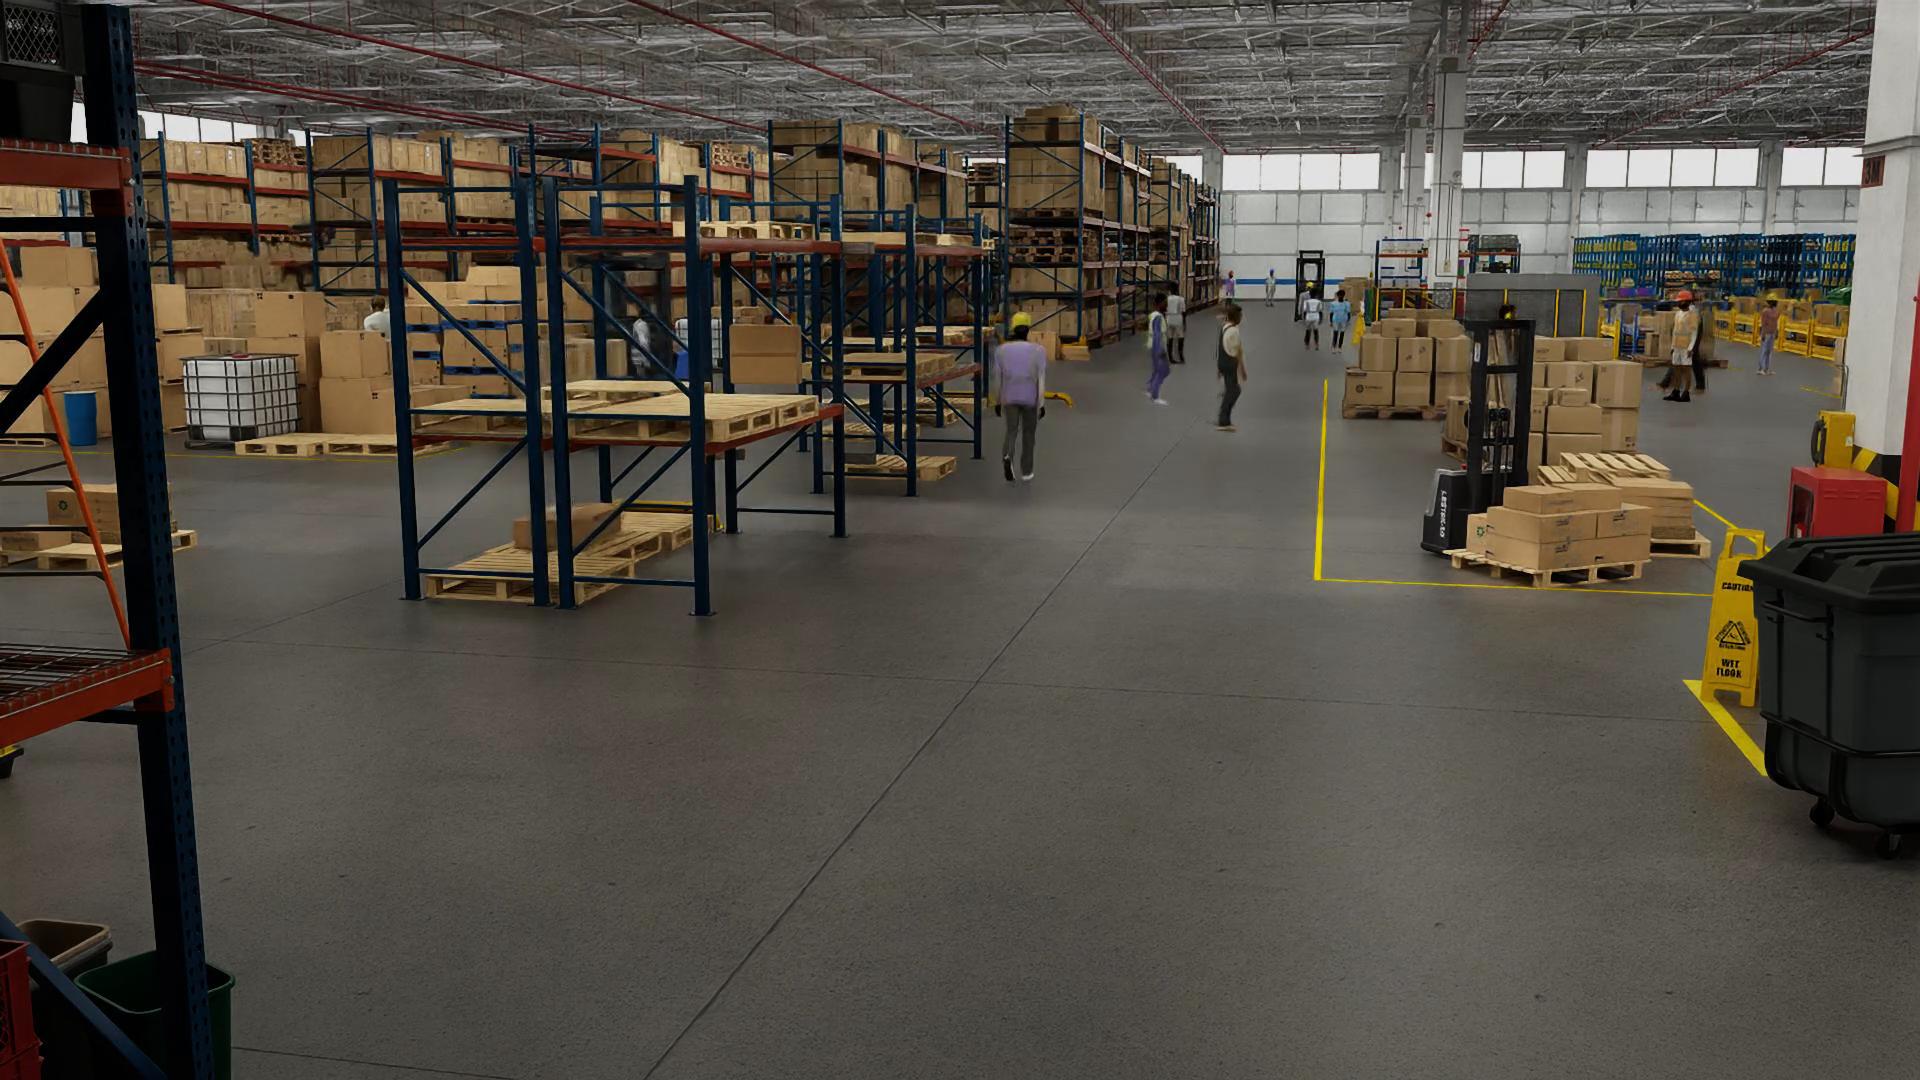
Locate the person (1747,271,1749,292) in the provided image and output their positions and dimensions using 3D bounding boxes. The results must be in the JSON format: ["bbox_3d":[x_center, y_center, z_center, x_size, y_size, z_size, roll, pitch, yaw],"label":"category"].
[{"bbox_3d":[41.996,-13.408,88.732,0.594,1.820,0.566,2,10,11],"label":"person"}]

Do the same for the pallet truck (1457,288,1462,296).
[{"bbox_3d":[20.506,-9.785,68.819,0.653,1.274,1.630,2,10,12],"label":"pallet truck"}]

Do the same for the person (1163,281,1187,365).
[{"bbox_3d":[5.029,-5.077,39.013,0.635,1.953,0.459,5,11,25],"label":"person"}]

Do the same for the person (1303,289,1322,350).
[{"bbox_3d":[9.676,-6.036,45.549,0.540,1.670,0.787,0,10,-1],"label":"person"}]

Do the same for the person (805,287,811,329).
[{"bbox_3d":[-5.016,-7.459,54.202,0.543,1.586,0.832,4,10,24],"label":"person"}]

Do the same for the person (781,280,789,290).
[{"bbox_3d":[-7.034,-9.566,66.451,0.785,1.664,0.531,3,10,20],"label":"person"}]

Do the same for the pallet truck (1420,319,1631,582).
[{"bbox_3d":[4.543,-0.757,13.299,0.823,1.965,1.885,-4,10,-22],"label":"pallet truck"}]

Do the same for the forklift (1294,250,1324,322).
[{"bbox_3d":[13.778,-10.002,65.433,1.129,2.768,1.873,2,10,12],"label":"forklift"}]

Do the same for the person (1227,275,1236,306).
[{"bbox_3d":[14.409,-13.324,88.429,0.535,1.766,0.330,3,10,15],"label":"person"}]

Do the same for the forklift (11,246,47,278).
[{"bbox_3d":[-24.841,-6.486,44.616,1.873,2.768,1.129,2,10,12],"label":"forklift"}]

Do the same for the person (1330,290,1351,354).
[{"bbox_3d":[9.981,-5.731,43.700,0.549,1.675,0.558,0,10,0],"label":"person"}]

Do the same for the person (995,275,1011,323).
[{"bbox_3d":[1.673,-9.247,63.991,0.954,1.842,0.662,-4,10,-23],"label":"person"}]

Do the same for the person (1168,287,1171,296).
[{"bbox_3d":[7.562,-8.438,59.963,0.752,1.610,0.509,2,10,11],"label":"person"}]

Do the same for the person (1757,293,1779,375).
[{"bbox_3d":[17.392,-4.425,35.735,0.526,1.760,0.331,-7,12,-34],"label":"person"}]

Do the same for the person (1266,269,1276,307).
[{"bbox_3d":[16.267,-13.183,87.036,0.615,1.943,0.409,-5,11,-26],"label":"person"}]

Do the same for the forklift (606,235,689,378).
[{"bbox_3d":[-4.736,-3.146,24.835,1.129,2.768,1.873,2,10,12],"label":"forklift"}]

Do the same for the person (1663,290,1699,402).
[{"bbox_3d":[12.575,-3.373,28.966,0.360,1.938,0.546,-3,10,-15],"label":"person"}]

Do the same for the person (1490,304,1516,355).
[{"bbox_3d":[7.775,-2.420,23.625,0.945,1.828,0.543,1,10,6],"label":"person"}]

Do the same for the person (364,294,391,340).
[{"bbox_3d":[-8.886,-2.797,25.557,0.373,1.940,0.628,5,11,27],"label":"person"}]

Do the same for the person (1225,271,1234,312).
[{"bbox_3d":[12.748,-11.718,78.395,0.548,1.934,0.376,-8,13,-41],"label":"person"}]

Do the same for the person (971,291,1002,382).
[{"bbox_3d":[0.659,-4.088,33.529,0.972,1.819,0.505,-1,10,-6],"label":"person"}]

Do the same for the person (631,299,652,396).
[{"bbox_3d":[-4.687,-2.607,24.586,0.338,1.882,0.583,-4,10,-22],"label":"person"}]

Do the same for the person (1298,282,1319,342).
[{"bbox_3d":[10.473,-6.848,49.995,0.607,1.792,0.915,2,10,9],"label":"person"}]

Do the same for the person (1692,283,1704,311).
[{"bbox_3d":[22.652,-7.048,51.334,0.546,1.729,0.822,3,10,19],"label":"person"}]

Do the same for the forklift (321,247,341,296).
[{"bbox_3d":[-18.873,-7.380,49.910,1.873,2.768,1.129,-5,11,-27],"label":"forklift"}]

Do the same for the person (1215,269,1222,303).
[{"bbox_3d":[14.337,-14.122,92.575,0.603,1.960,0.968,-7,12,-36],"label":"person"}]

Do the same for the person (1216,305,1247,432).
[{"bbox_3d":[3.915,-2.453,23.866,0.500,1.826,0.511,-2,10,-12],"label":"person"}]

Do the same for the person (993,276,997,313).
[{"bbox_3d":[1.566,-11.455,76.984,0.359,1.896,0.719,1,10,3],"label":"person"}]

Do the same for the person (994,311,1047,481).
[{"bbox_3d":[0.655,-1.566,18.354,0.585,1.910,0.722,2,10,13],"label":"person"}]

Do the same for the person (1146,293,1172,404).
[{"bbox_3d":[3.408,-3.256,28.379,0.453,1.903,0.594,2,10,11],"label":"person"}]

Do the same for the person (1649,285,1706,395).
[{"bbox_3d":[13.256,-3.681,30.488,0.990,2.000,0.700,6,11,32],"label":"person"}]
